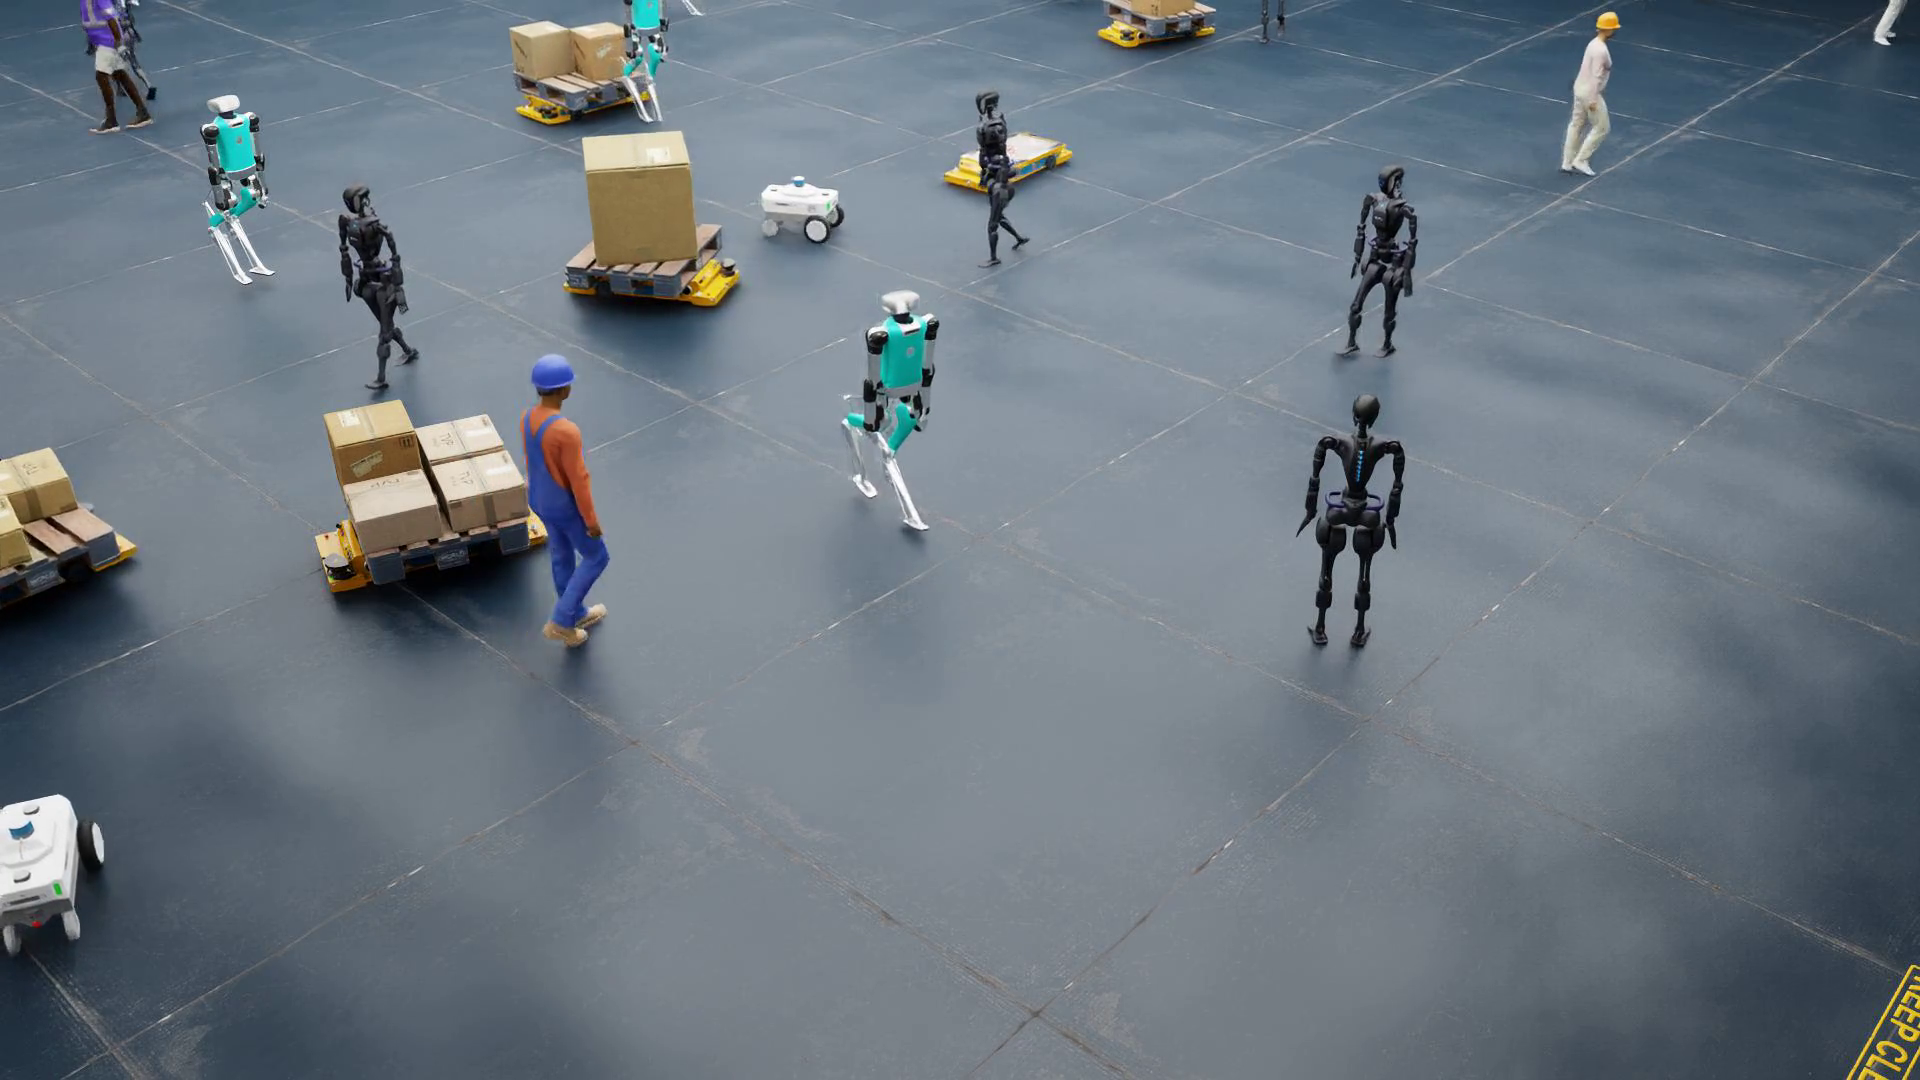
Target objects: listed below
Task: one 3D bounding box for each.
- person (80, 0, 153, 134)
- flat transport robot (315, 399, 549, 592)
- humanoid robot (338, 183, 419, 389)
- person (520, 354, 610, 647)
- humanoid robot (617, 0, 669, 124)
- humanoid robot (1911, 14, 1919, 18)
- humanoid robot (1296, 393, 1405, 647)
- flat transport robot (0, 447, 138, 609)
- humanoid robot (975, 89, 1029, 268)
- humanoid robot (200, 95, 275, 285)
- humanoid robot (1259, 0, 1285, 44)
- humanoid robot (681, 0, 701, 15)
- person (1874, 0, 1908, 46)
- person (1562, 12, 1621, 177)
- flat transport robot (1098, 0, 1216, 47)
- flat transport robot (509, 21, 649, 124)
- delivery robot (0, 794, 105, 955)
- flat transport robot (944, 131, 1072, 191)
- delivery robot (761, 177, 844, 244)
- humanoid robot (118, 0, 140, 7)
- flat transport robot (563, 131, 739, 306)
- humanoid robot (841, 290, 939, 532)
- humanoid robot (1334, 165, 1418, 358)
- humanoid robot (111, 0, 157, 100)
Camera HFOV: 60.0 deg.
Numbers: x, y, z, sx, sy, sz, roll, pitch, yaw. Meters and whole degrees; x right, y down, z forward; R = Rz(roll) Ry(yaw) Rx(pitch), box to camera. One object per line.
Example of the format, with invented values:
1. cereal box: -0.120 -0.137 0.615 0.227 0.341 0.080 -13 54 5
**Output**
1. person: -9.596 -5.507 18.455 0.825 1.923 0.638 -22 38 -31
2. flat transport robot: -3.541 -0.020 11.186 1.431 0.231 0.659 -15 35 -22
3. humanoid robot: -4.635 -2.029 13.126 0.616 1.621 0.785 13 34 19
4. person: -2.372 -0.216 9.961 0.567 1.895 0.461 23 38 32
5. humanoid robot: -3.587 -5.520 18.706 0.547 1.854 0.693 -21 37 -30
6. humanoid robot: 13.441 -7.856 22.477 0.608 1.639 0.566 -27 41 -36
7. humanoid robot: 2.343 -0.122 10.003 0.599 1.657 0.315 5 32 9
8. flat transport robot: -6.222 0.202 10.828 0.659 0.231 1.431 24 39 33
9. humanoid robot: 0.417 -3.322 15.199 0.588 1.633 0.611 -12 34 -18
10. humanoid robot: -6.452 -3.115 14.651 0.735 1.677 0.533 19 37 28
11. humanoid robot: 4.108 -7.327 21.622 0.615 1.639 0.463 12 34 19
12. humanoid robot: -4.028 -8.089 22.844 1.017 1.784 0.536 9 33 15
13. person: 12.210 -7.220 21.503 0.397 1.610 0.572 24 39 33
14. person: 6.585 -4.601 17.209 0.453 1.681 0.502 3 32 5
15. flat transport robot: 2.613 -6.806 22.114 1.431 0.231 0.659 -16 35 -24
16. flat transport robot: -4.420 -5.168 19.476 0.659 0.231 1.431 27 41 36
17. delivery robot: -4.594 1.609 8.263 0.499 0.563 0.738 -11 34 -18
18. flat transport robot: 0.523 -4.008 17.608 0.659 0.231 1.431 22 38 31
19. delivery robot: -1.519 -3.200 16.034 0.774 0.592 0.499 7 33 11
20. humanoid robot: -11.757 -8.296 23.155 0.541 1.824 0.712 -19 37 -28
21. flat transport robot: -2.781 -2.362 14.958 1.431 0.231 0.659 7 33 11
22. humanoid robot: -0.544 -0.941 11.321 0.540 1.765 1.029 -20 37 -29
23. humanoid robot: 3.413 -2.220 13.407 0.546 1.641 0.609 -25 39 -34
24. humanoid robot: -9.882 -5.965 19.462 0.739 1.631 0.601 22 38 31
